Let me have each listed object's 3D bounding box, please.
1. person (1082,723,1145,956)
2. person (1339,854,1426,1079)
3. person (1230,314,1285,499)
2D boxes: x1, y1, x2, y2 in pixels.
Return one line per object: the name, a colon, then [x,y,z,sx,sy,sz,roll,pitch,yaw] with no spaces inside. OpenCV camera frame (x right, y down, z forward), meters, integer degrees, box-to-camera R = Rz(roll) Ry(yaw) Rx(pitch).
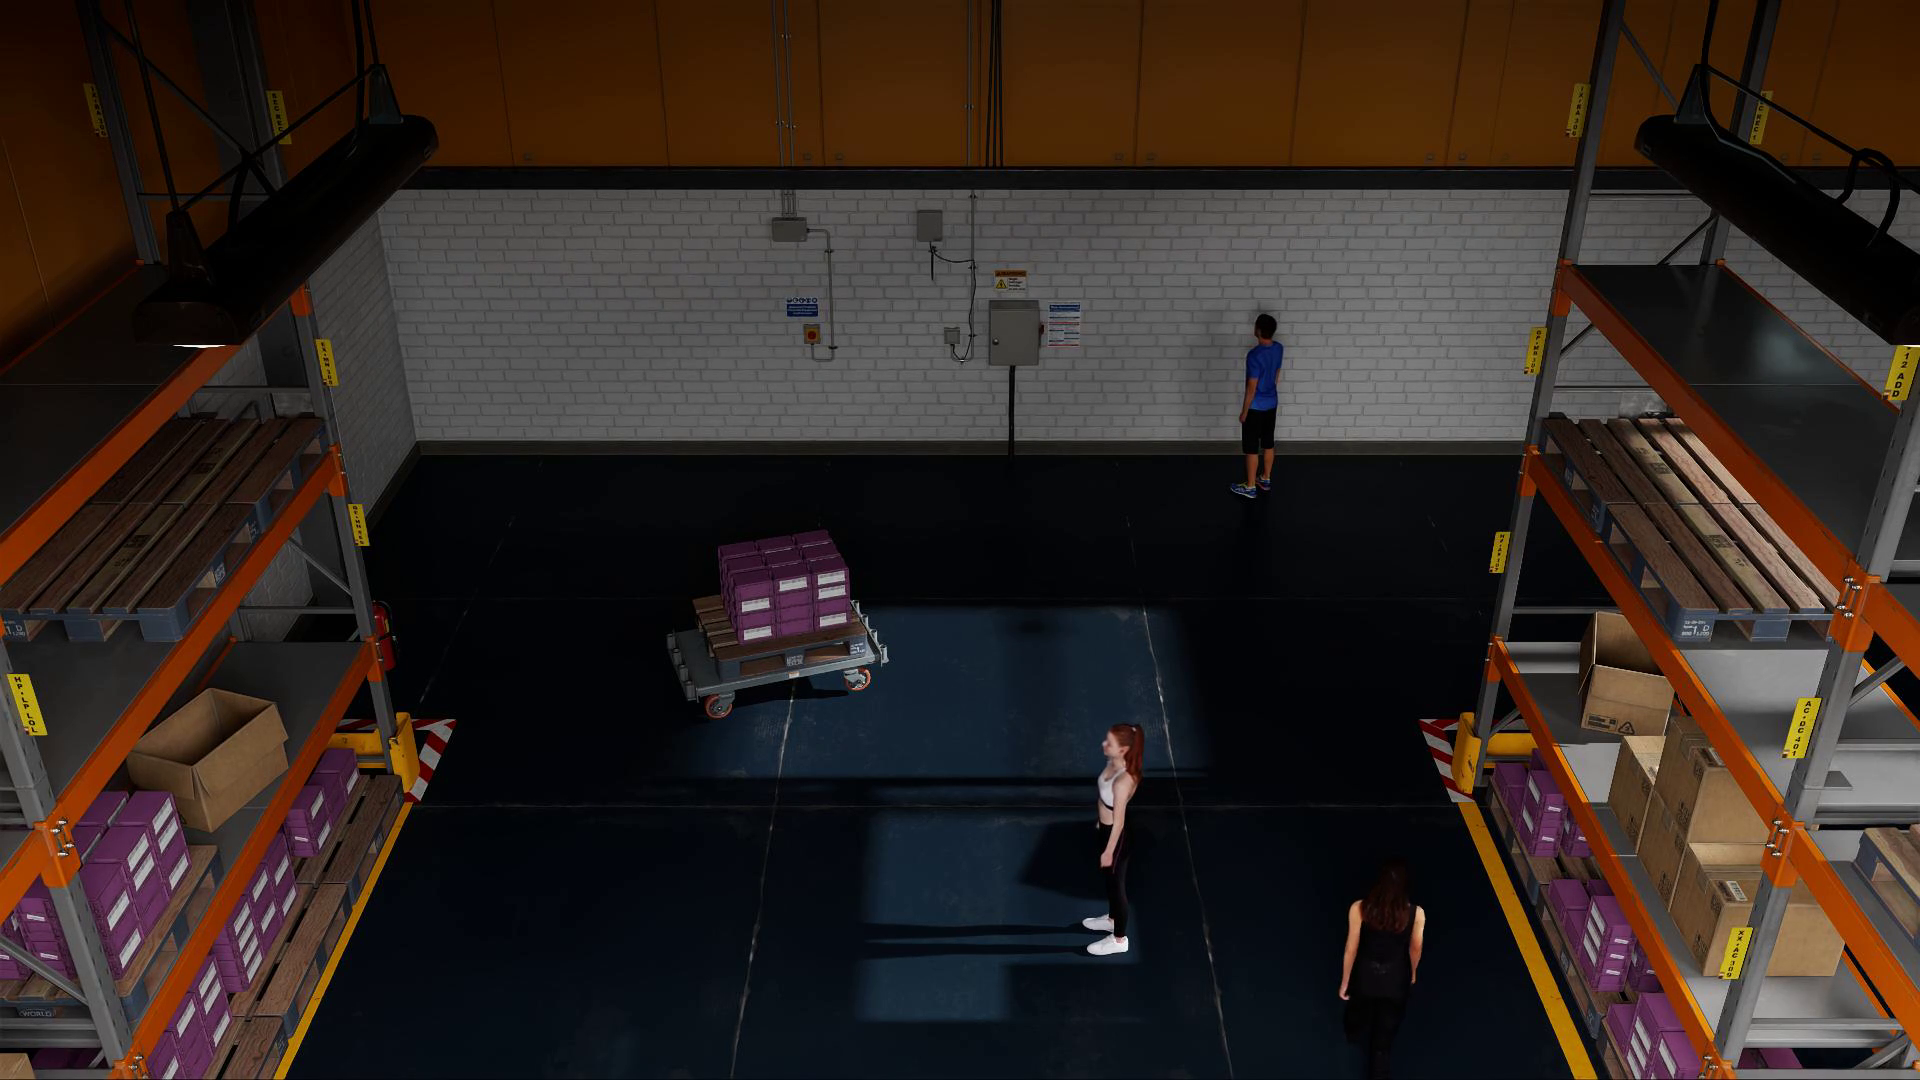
person: [0.989,1.882,10.577,0.641,1.740,0.457,0,29,-1]
person: [2.369,2.575,9.413,0.747,1.638,1.165,6,29,10]
person: [2.954,-1.319,16.311,0.707,1.869,0.751,-22,35,-34]
